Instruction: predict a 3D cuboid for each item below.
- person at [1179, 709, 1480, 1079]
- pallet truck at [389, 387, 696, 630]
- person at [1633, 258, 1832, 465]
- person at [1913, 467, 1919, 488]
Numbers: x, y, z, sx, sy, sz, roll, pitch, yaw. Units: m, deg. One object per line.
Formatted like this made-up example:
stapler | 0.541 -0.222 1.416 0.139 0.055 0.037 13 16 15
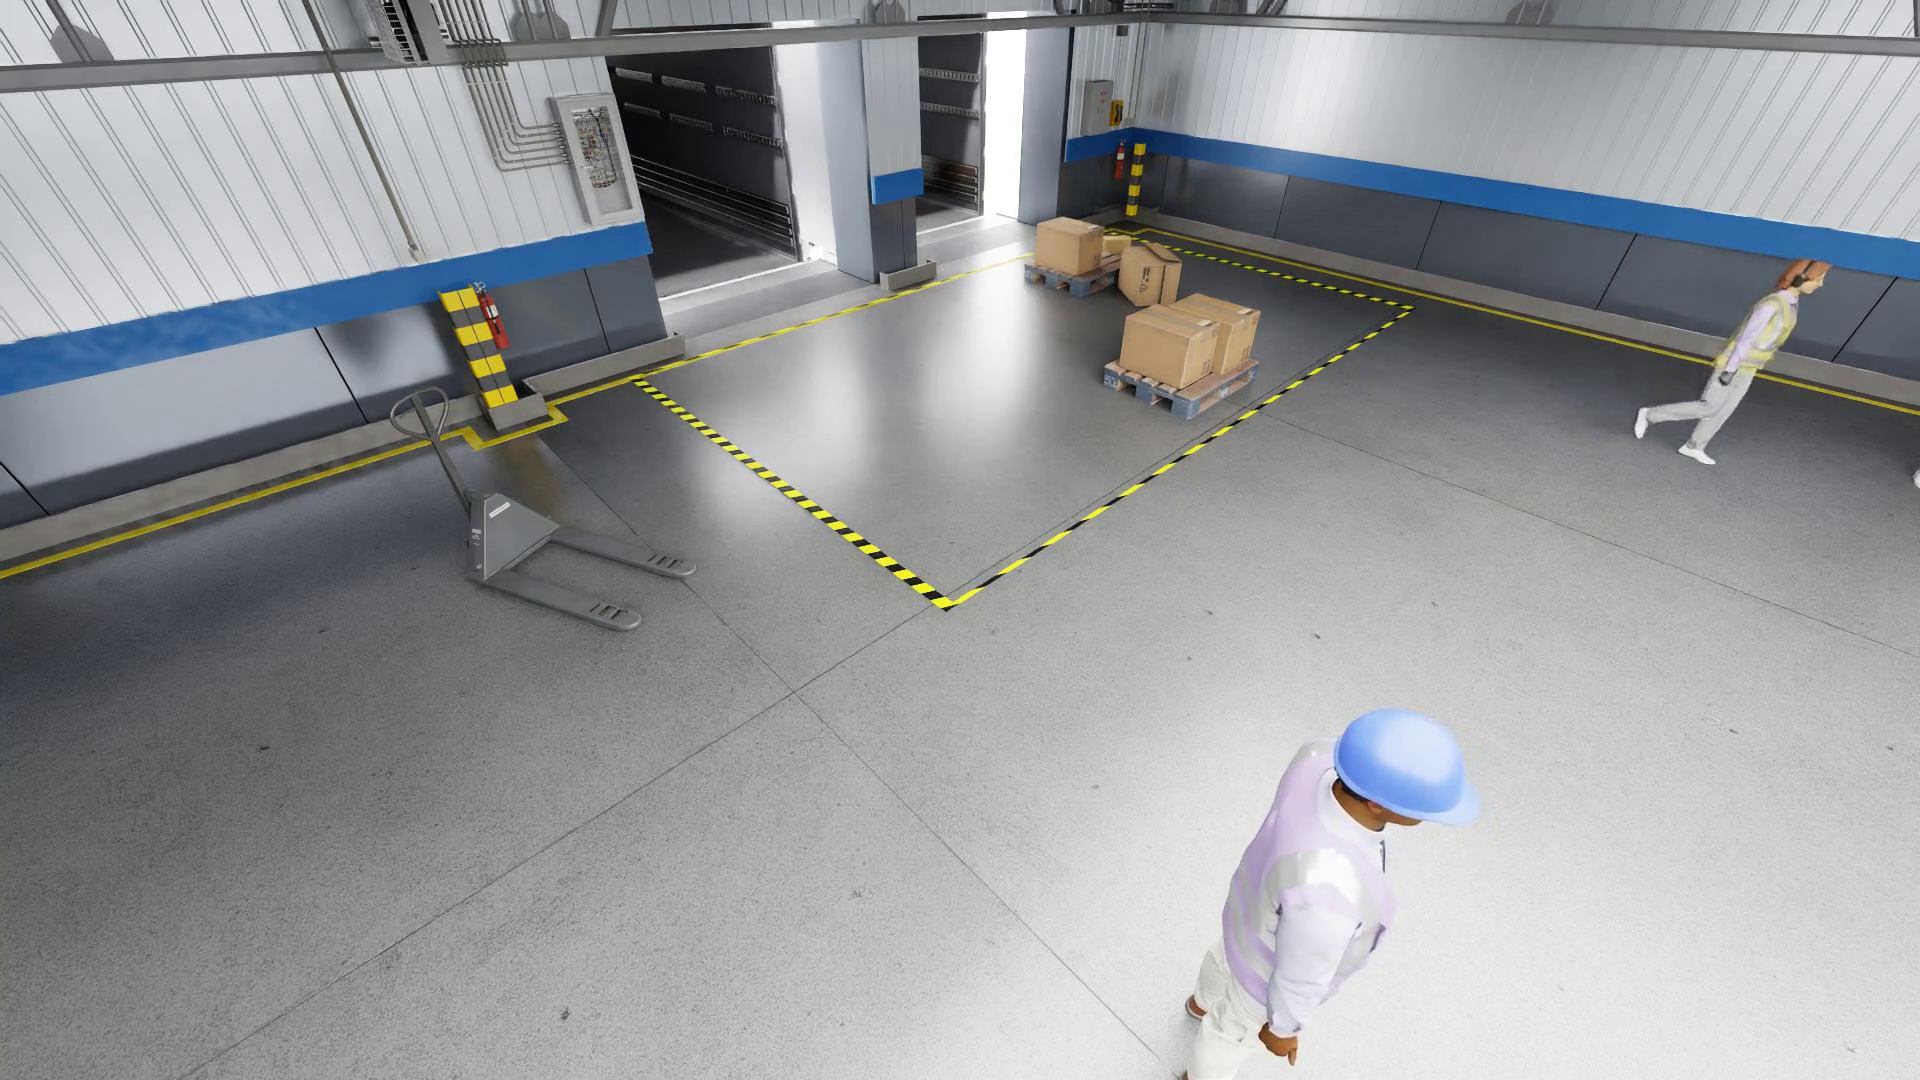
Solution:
person | 0.971 1.172 2.176 0.387 1.949 0.602 14 40 18
pallet truck | -2.613 -0.247 4.593 1.601 1.201 0.680 14 40 17
person | 6.019 -1.395 5.758 0.508 1.621 0.626 -18 41 -22
person | 7.810 -1.092 5.273 0.492 1.742 0.318 14 40 17
